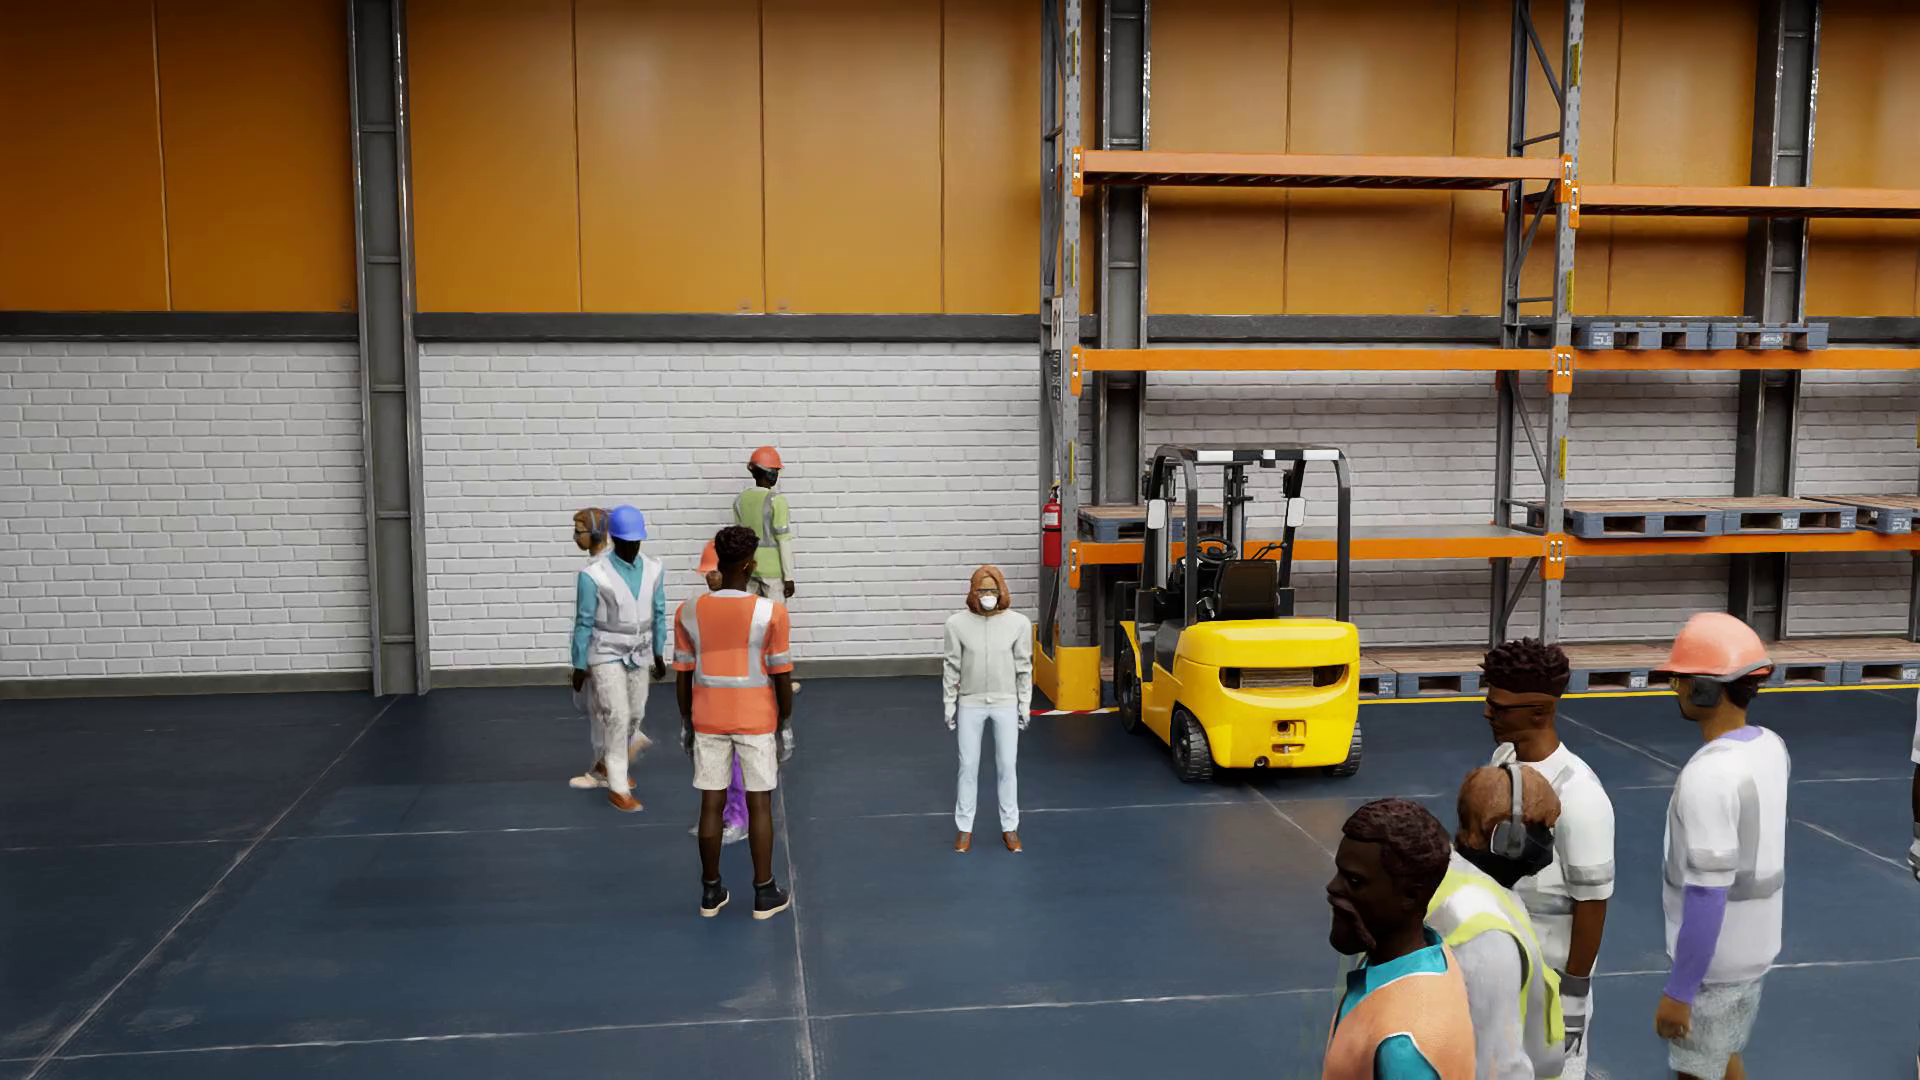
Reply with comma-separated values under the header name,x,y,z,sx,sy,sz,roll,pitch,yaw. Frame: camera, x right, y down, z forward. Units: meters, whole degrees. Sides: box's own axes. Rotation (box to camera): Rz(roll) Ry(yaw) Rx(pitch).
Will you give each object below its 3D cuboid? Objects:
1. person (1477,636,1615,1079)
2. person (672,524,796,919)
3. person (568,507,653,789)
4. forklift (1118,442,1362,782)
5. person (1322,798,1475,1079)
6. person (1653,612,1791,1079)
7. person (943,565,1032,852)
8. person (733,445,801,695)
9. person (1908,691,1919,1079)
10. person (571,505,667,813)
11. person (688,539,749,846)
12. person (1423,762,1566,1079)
name,x,y,z,sx,sy,sz,roll,pitch,yaw
person,1.740,1.264,5.083,0.363,1.962,0.612,-1,7,-7
person,-1.111,0.899,8.273,0.612,1.963,0.361,1,7,10
person,-2.289,0.690,10.713,0.467,1.827,0.499,-2,7,-19
forklift,1.912,0.418,11.496,1.214,2.155,2.313,-1,7,-8
person,0.894,1.473,3.438,0.382,1.921,0.596,1,7,12
person,2.261,1.232,5.041,0.393,2.040,0.615,6,9,40
person,0.154,0.946,9.347,0.502,1.627,0.272,0,7,-2
person,-1.582,0.249,13.624,0.608,2.046,0.368,5,8,39
person,3.941,1.122,6.320,0.616,1.964,0.361,1,7,9
person,-2.150,0.707,10.308,0.787,1.901,0.625,6,9,42
person,-1.357,0.860,9.556,0.570,1.753,0.333,5,8,39
person,1.389,1.453,4.127,0.921,1.800,0.652,1,7,12
